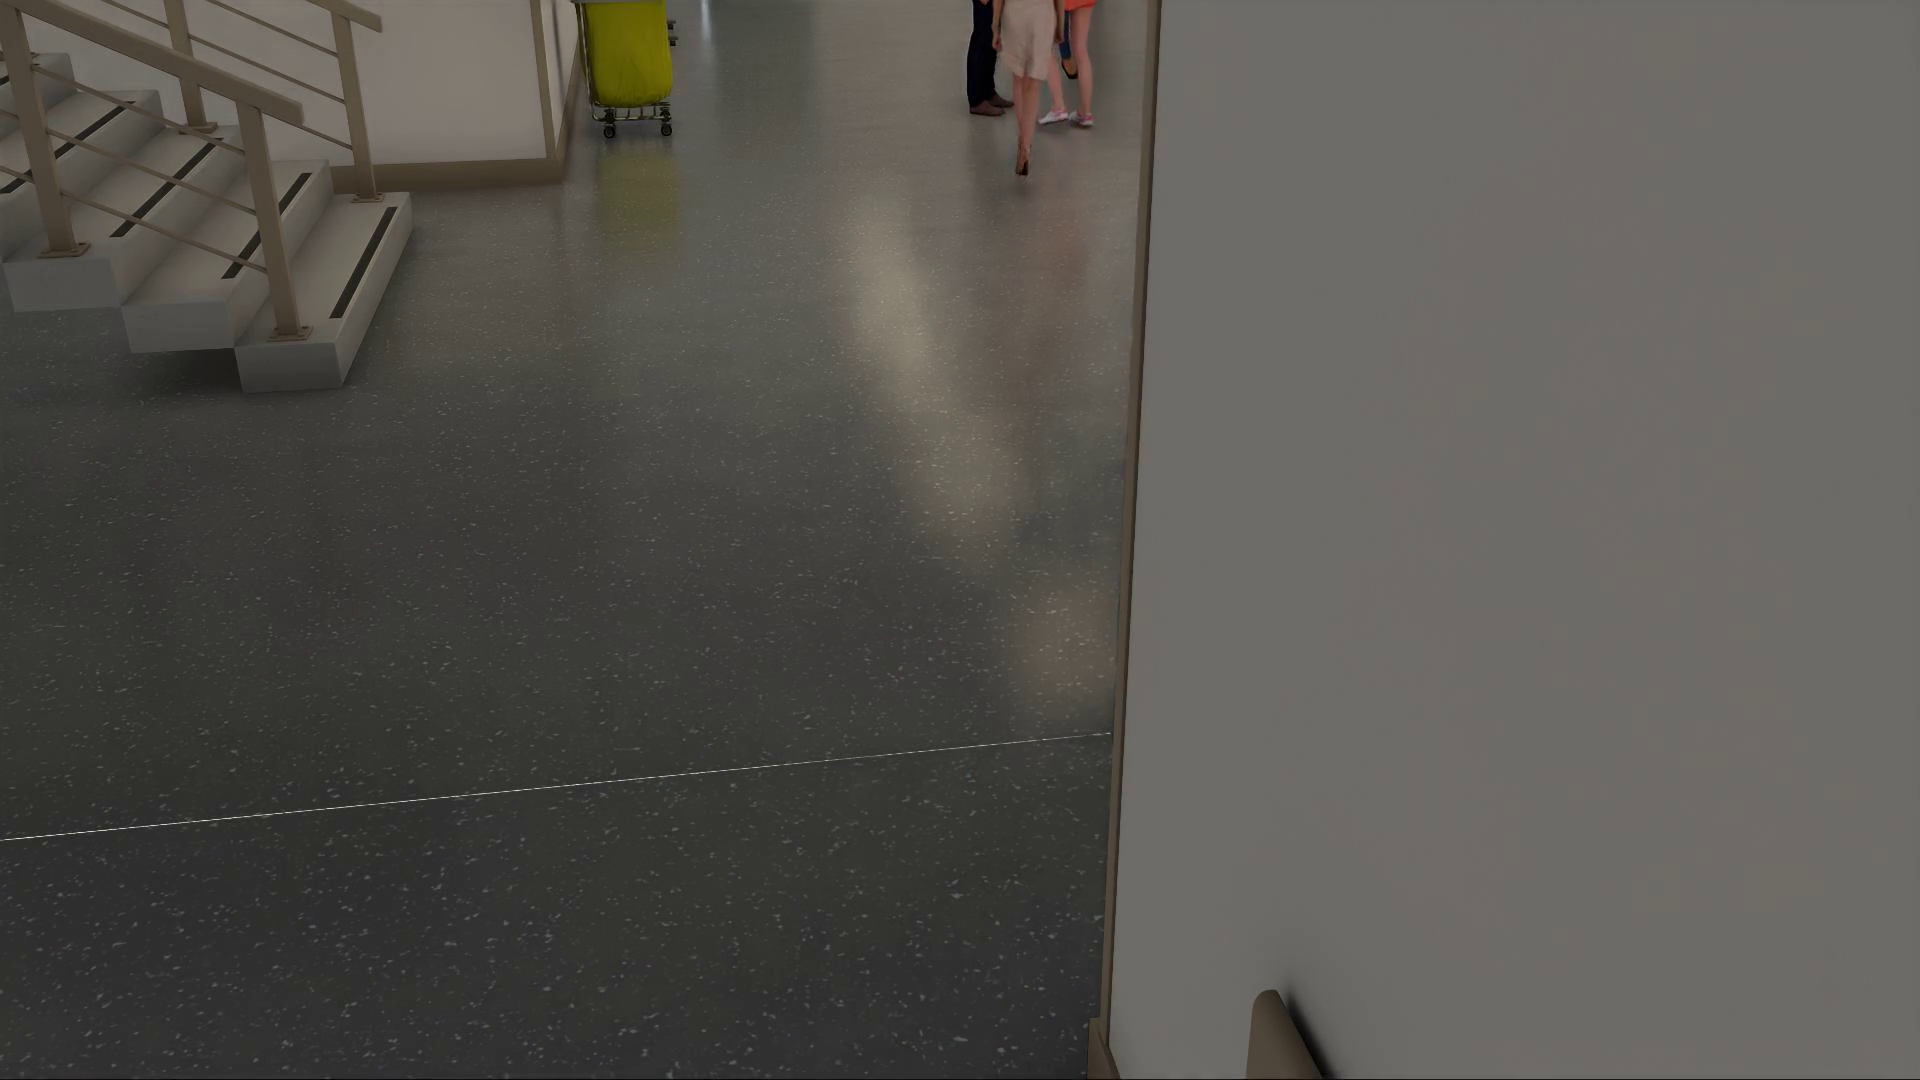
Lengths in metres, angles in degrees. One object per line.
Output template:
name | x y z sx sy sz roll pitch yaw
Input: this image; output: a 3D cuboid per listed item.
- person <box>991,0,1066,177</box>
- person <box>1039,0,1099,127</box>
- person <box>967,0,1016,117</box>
person | 0.412 -2.998 9.974 1.217 1.679 0.925 3 26 7
person | 0.759 -3.728 11.428 0.697 1.732 0.785 -18 31 -33
person | 0.214 -4.015 11.886 0.748 1.851 0.763 8 27 17
